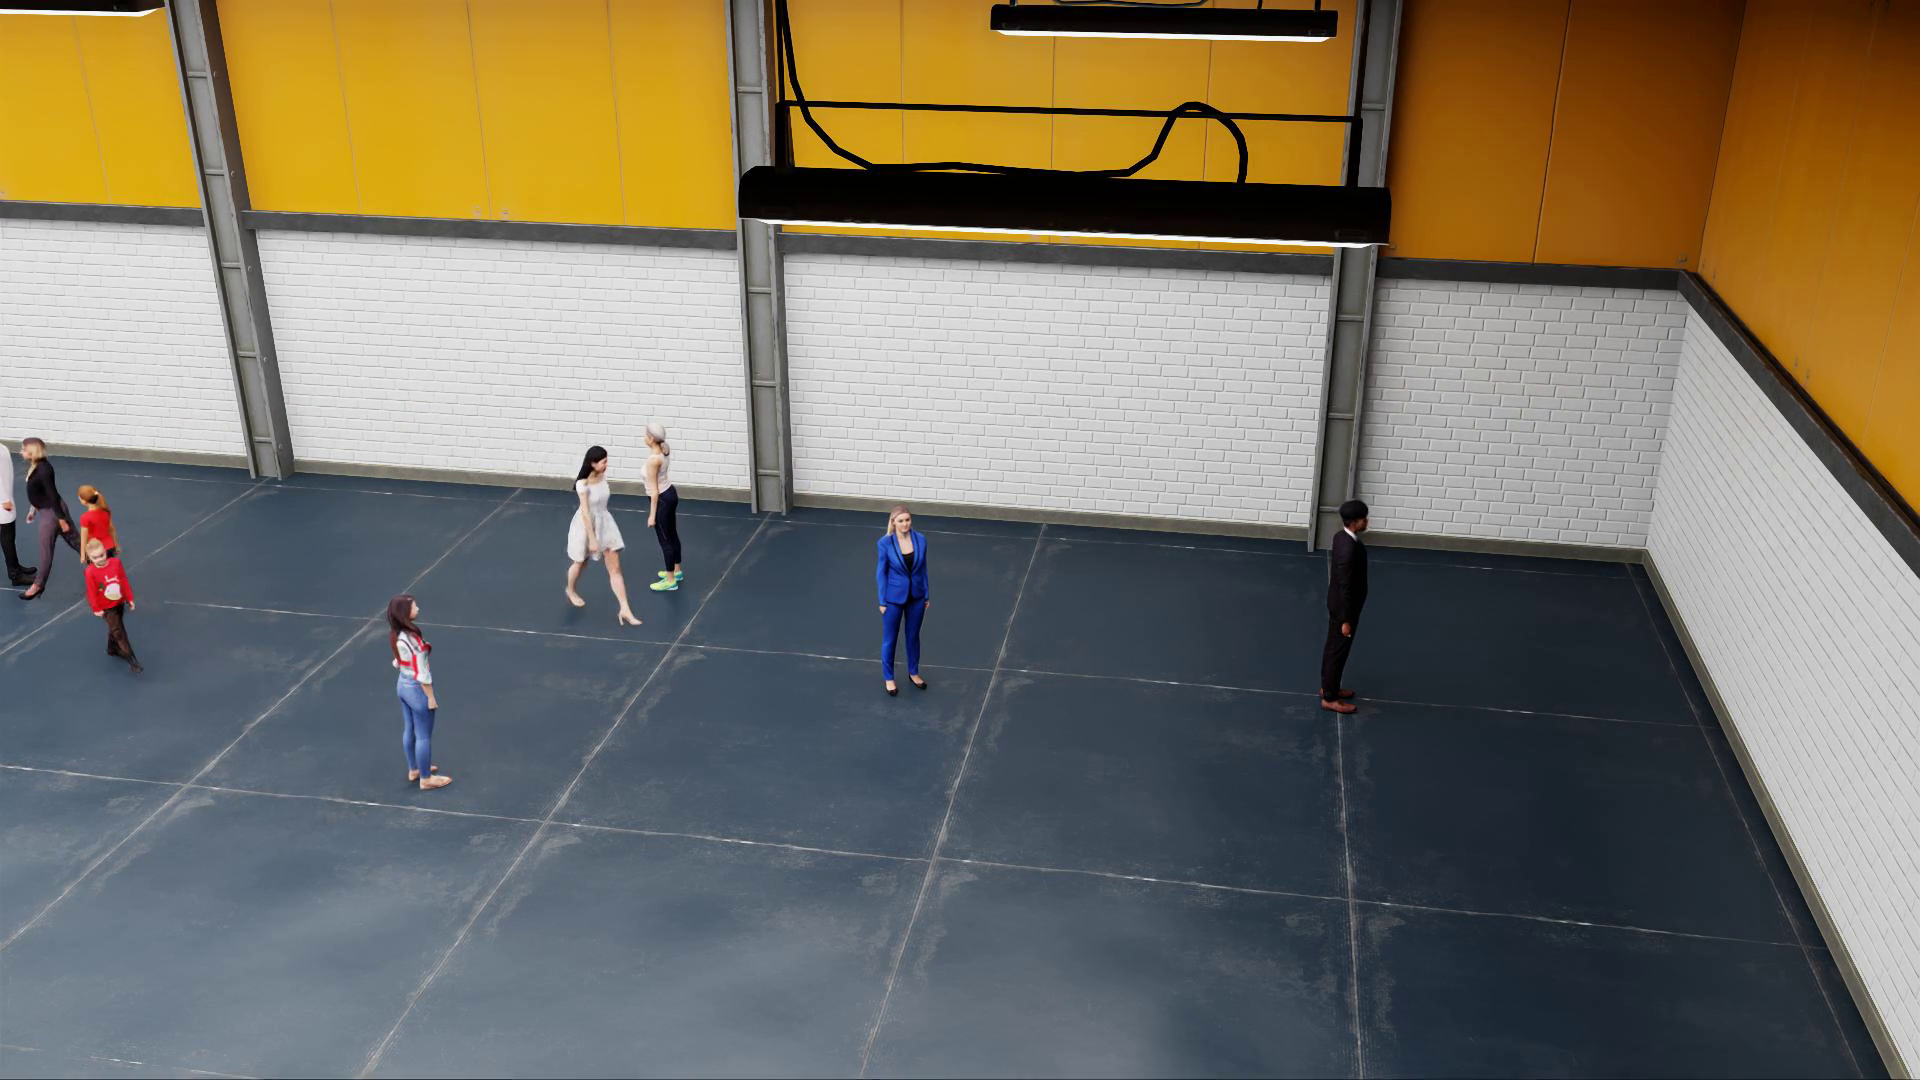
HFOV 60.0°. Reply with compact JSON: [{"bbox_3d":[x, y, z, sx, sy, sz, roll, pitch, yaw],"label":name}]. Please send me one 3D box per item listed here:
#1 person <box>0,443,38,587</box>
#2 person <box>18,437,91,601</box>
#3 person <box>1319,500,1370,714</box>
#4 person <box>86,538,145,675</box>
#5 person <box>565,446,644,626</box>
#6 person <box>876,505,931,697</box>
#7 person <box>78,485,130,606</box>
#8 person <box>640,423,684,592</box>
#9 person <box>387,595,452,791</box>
[{"bbox_3d":[-9.401,-0.436,16.307,0.720,1.807,0.682,-13,27,-27],"label":"person"},{"bbox_3d":[-8.607,-0.211,16.013,1.087,1.630,0.957,-11,26,-24],"label":"person"},{"bbox_3d":[3.218,0.538,13.985,0.545,1.882,0.702,3,24,7],"label":"person"},{"bbox_3d":[-7.542,0.553,14.741,0.917,1.250,0.650,9,25,20],"label":"person"},{"bbox_3d":[-3.490,-0.031,15.501,1.258,1.711,0.863,12,26,25],"label":"person"},{"bbox_3d":[-0.496,0.499,14.301,0.669,1.701,0.767,-10,26,-22],"label":"person"},{"bbox_3d":[-8.047,0.102,15.706,0.547,1.302,0.518,8,25,17],"label":"person"},{"bbox_3d":[-2.889,-0.338,16.214,0.515,1.702,0.589,4,24,9],"label":"person"},{"bbox_3d":[-4.231,1.162,12.896,0.726,1.611,0.641,-19,30,-37],"label":"person"}]
